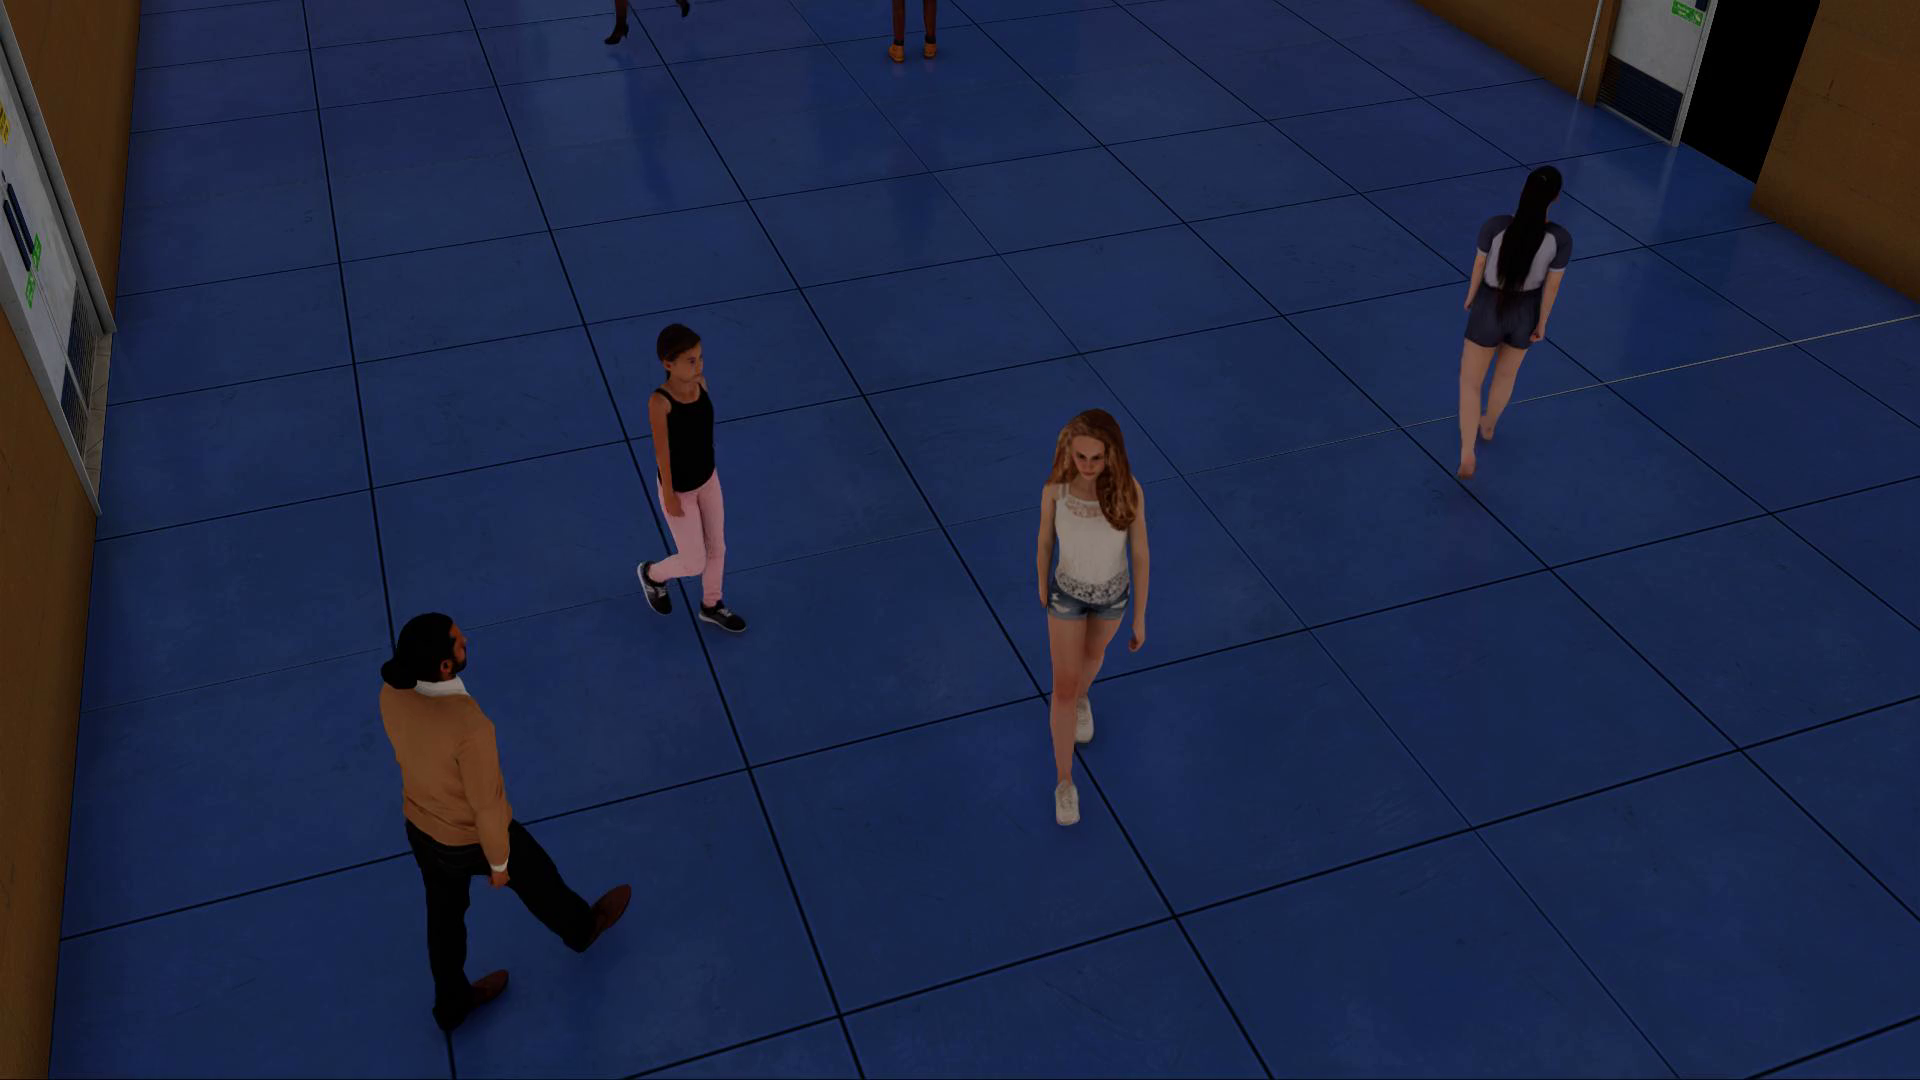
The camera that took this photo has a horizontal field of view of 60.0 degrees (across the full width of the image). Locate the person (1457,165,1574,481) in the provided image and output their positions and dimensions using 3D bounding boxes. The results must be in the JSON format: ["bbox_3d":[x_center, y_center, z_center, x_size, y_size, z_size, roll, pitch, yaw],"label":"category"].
[{"bbox_3d":[2.719,-1.055,8.324,1.016,1.616,0.982,9,38,12],"label":"person"}]

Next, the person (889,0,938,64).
[{"bbox_3d":[-0.372,-4.619,12.980,0.528,1.726,0.656,-11,38,-14],"label":"person"}]

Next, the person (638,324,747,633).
[{"bbox_3d":[-1.245,-0.257,7.312,0.808,1.554,0.787,22,42,27],"label":"person"}]

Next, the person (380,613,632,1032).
[{"bbox_3d":[-1.701,1.001,5.494,1.024,1.724,1.131,20,41,24],"label":"person"}]

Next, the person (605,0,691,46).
[{"bbox_3d":[-2.586,-4.828,13.287,1.021,1.675,0.614,-14,39,-18],"label":"person"}]

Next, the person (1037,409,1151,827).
[{"bbox_3d":[0.511,0.177,6.596,1.071,1.719,0.874,0,37,0],"label":"person"}]
